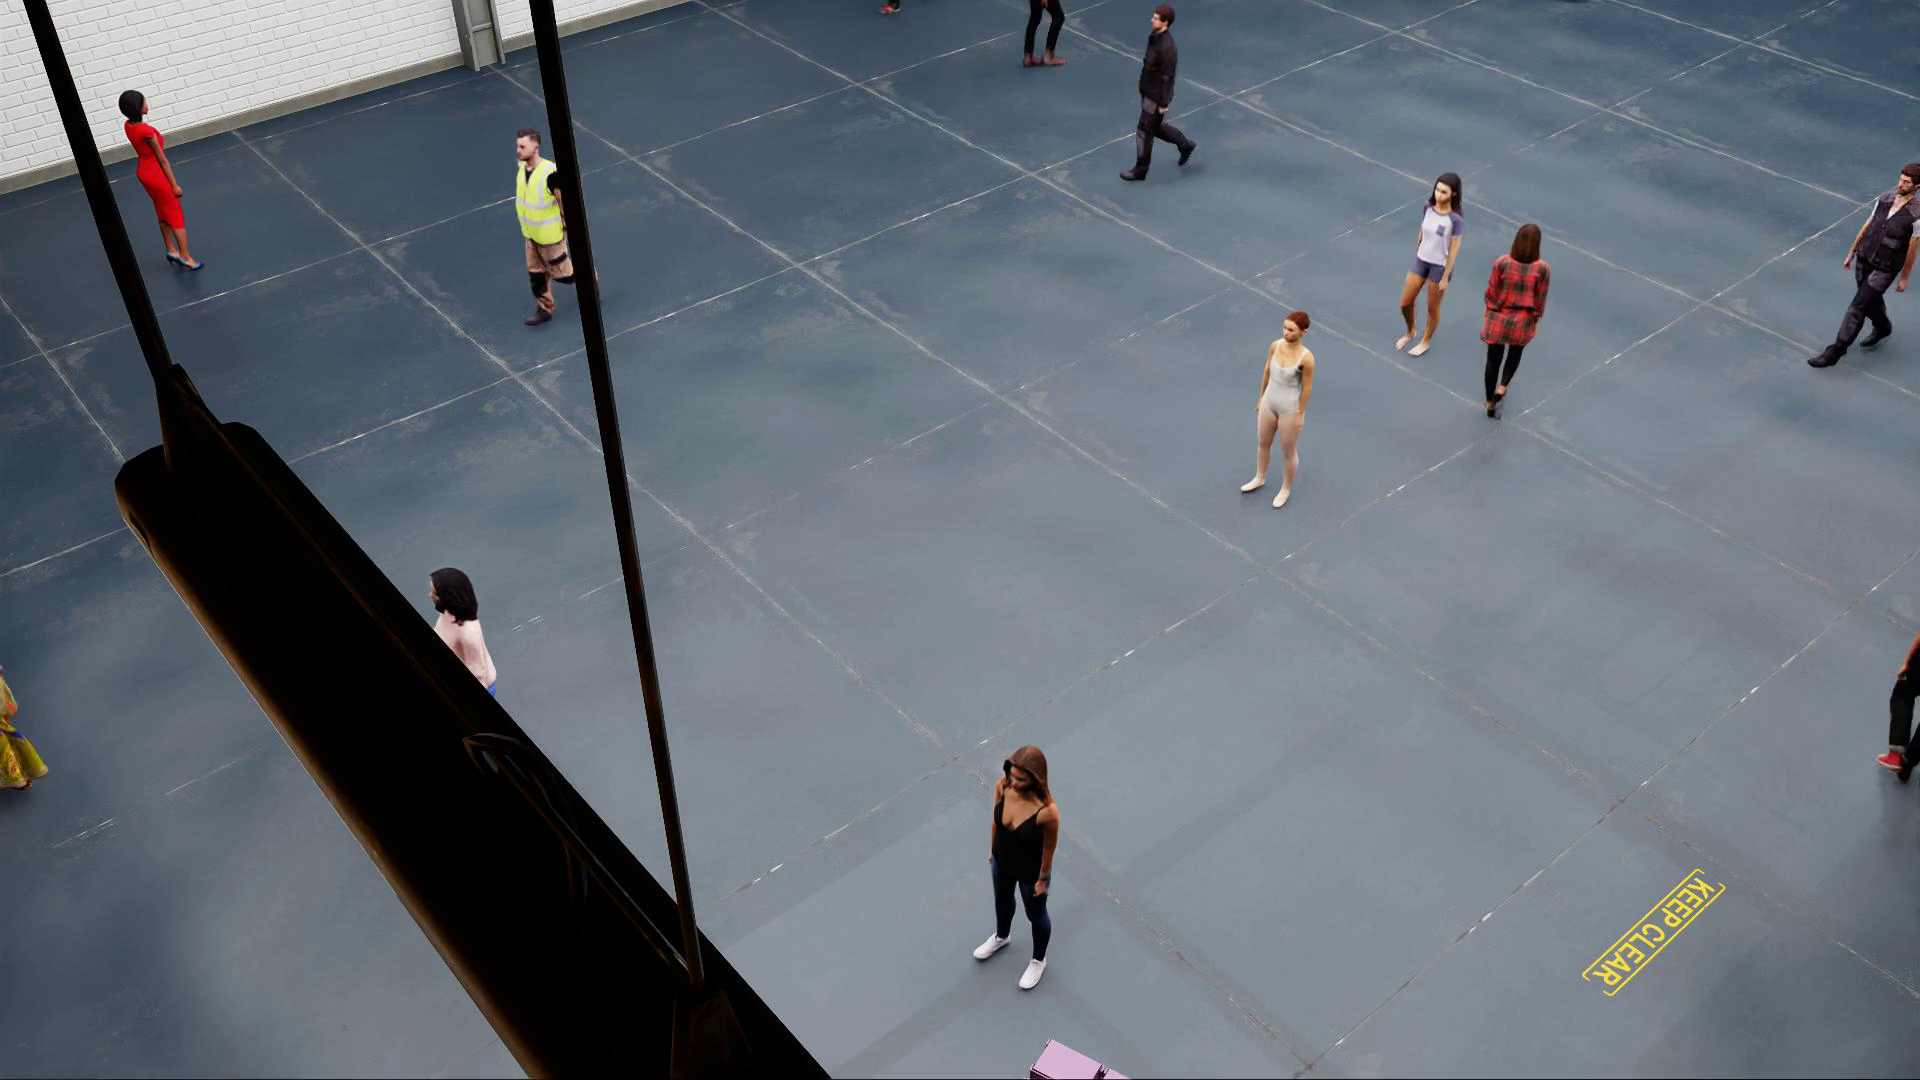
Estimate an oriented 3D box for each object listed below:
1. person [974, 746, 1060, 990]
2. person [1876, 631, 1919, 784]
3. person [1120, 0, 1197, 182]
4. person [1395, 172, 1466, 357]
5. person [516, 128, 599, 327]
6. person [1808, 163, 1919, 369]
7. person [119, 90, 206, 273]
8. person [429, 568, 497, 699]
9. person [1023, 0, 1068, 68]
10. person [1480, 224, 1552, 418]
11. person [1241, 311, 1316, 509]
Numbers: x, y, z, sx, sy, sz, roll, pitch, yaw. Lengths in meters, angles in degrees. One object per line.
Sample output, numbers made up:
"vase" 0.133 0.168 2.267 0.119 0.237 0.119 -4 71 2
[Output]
"person" 0.337 1.740 9.037 0.628 1.724 0.583 27 46 30
"person" 6.008 0.843 10.143 0.735 1.746 0.732 15 41 17
"person" 2.065 -4.505 16.784 1.189 1.814 1.074 -3 39 -4
"person" 4.082 -2.354 14.166 0.592 1.721 0.595 -31 48 -33
"person" -3.603 -2.770 14.601 0.848 1.827 1.090 25 45 28
"person" 7.850 -2.328 14.065 1.280 1.807 0.968 -12 40 -15
"person" -7.400 -3.293 15.326 0.619 1.741 0.572 26 45 28
"person" -2.946 0.860 10.103 0.624 1.769 0.692 -17 42 -20
"person" 0.851 -6.286 19.010 0.839 1.821 0.820 -14 41 -17
"person" 4.427 -1.726 13.405 0.782 1.688 0.836 13 40 15
"person" 2.437 -1.006 12.539 0.570 1.644 0.508 31 48 33
